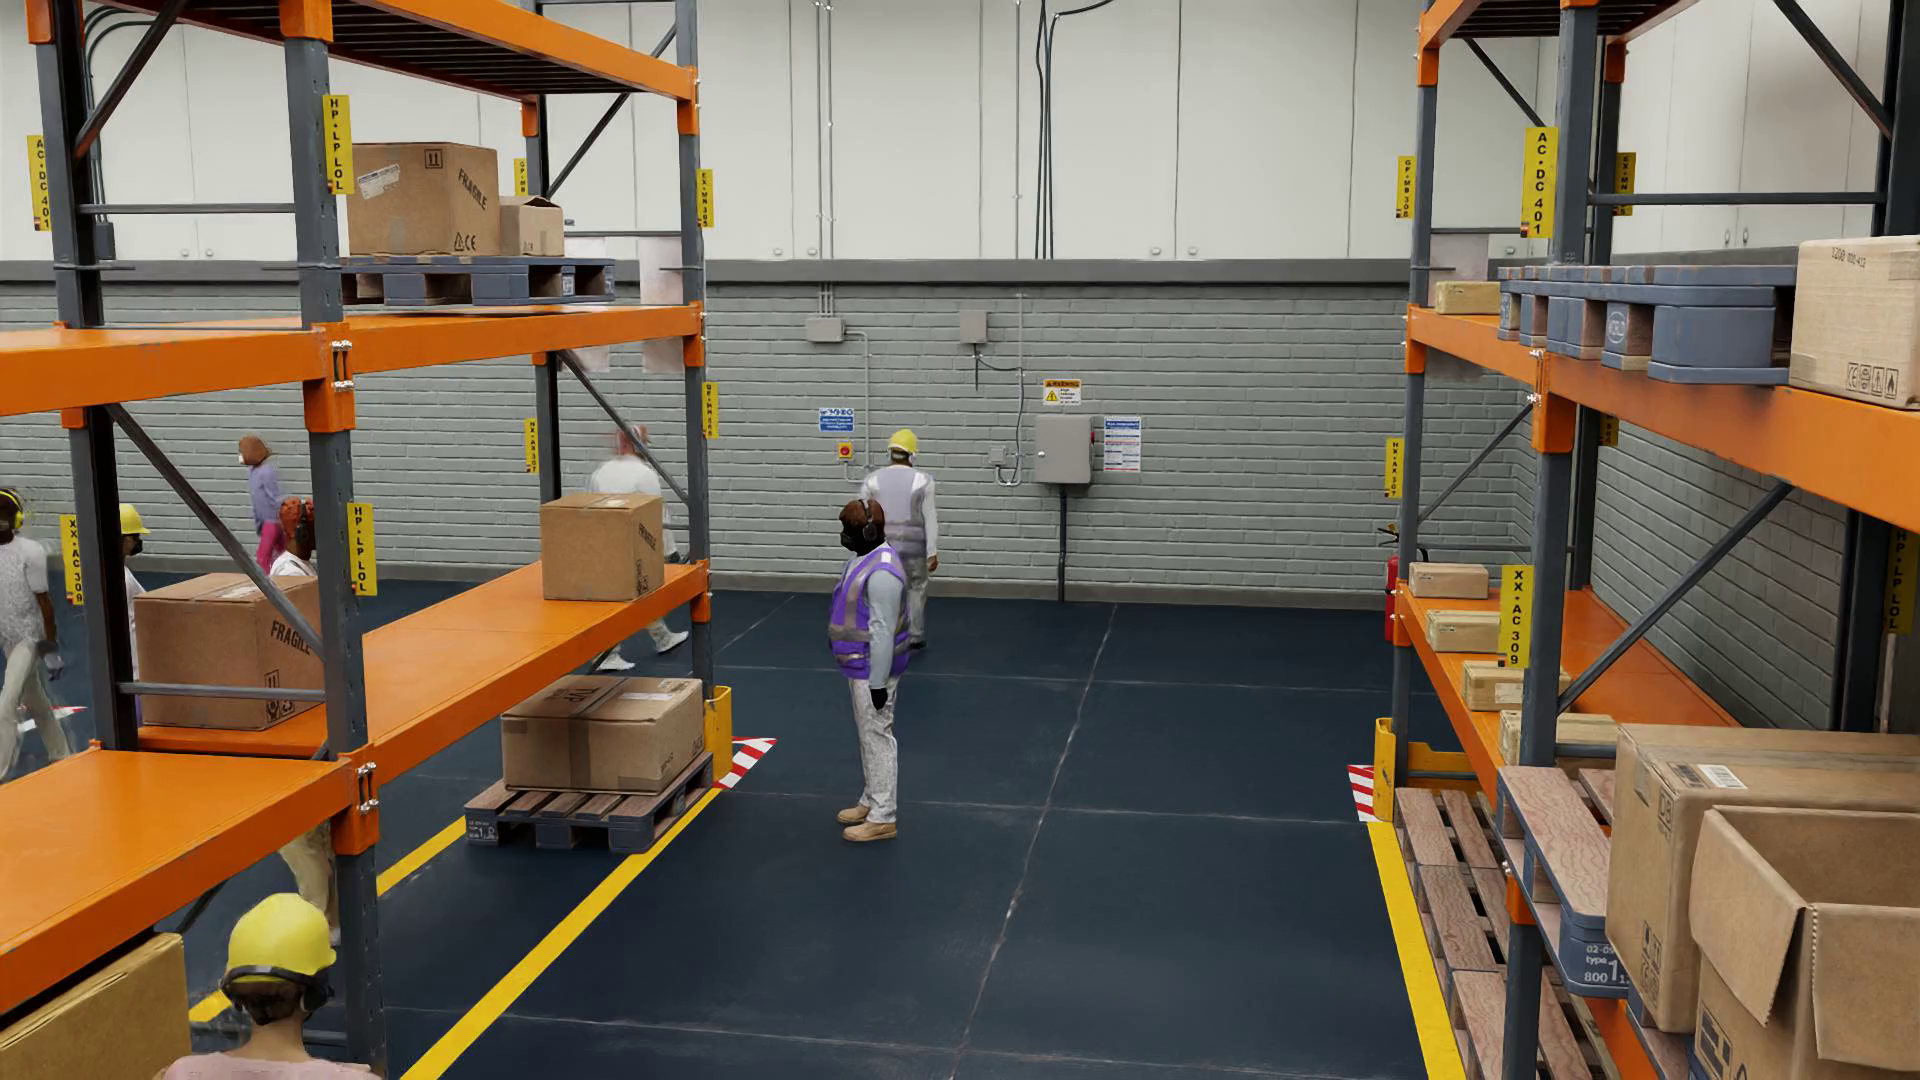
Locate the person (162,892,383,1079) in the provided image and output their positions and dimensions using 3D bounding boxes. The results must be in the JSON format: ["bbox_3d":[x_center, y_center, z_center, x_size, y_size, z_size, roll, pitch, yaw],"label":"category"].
[{"bbox_3d":[-1.425,1.620,3.422,0.552,1.743,0.589,2,9,10],"label":"person"}]

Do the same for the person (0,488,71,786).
[{"bbox_3d":[-5.399,0.623,9.314,0.554,1.817,0.898,5,11,29],"label":"person"}]

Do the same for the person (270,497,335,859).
[{"bbox_3d":[-3.394,0.713,8.617,0.350,1.879,0.578,-3,10,-19],"label":"person"}]

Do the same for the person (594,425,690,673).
[{"bbox_3d":[-2.430,0.049,12.742,0.989,1.856,0.643,-9,13,-44],"label":"person"}]

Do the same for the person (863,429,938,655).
[{"bbox_3d":[-0.442,0.031,13.004,0.643,1.804,0.699,2,9,14],"label":"person"}]

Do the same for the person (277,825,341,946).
[{"bbox_3d":[-2.982,1.035,7.419,0.438,1.617,0.512,-1,9,-9],"label":"person"}]

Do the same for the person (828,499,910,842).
[{"bbox_3d":[-0.489,0.686,8.916,0.429,1.837,0.625,-2,9,-11],"label":"person"}]

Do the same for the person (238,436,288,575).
[{"bbox_3d":[-6.142,-0.139,14.787,0.726,1.577,0.521,-7,11,-35],"label":"person"}]
